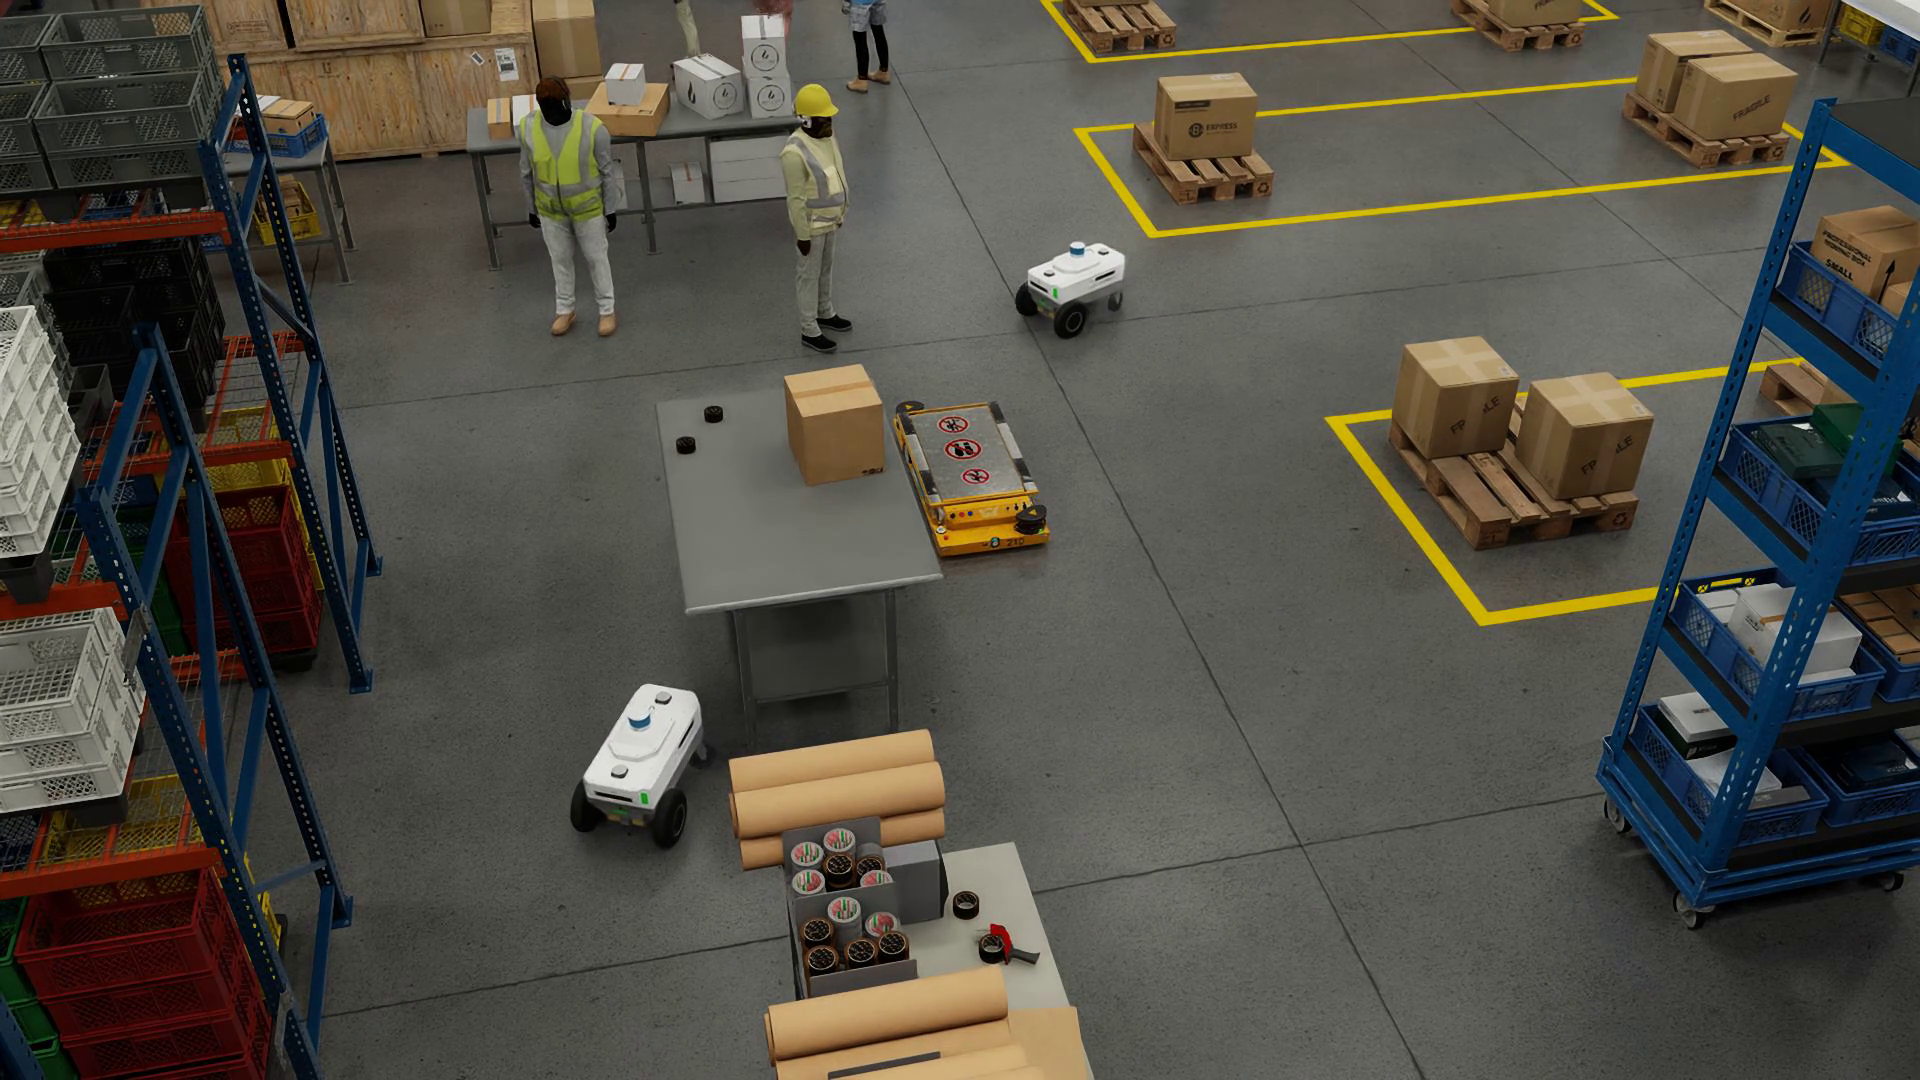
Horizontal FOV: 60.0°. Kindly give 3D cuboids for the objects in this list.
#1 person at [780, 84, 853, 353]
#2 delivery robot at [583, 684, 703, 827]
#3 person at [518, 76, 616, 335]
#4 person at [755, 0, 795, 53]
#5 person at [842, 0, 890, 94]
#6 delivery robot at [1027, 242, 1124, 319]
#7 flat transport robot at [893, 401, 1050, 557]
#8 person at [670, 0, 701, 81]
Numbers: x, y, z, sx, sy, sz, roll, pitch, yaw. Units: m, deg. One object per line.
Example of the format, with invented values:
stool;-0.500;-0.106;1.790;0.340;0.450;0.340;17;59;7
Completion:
person;-0.941;-2.163;11.137;0.403;1.835;0.588;12;38;16
delivery robot;-1.495;0.995;7.882;0.477;0.478;0.707;9;38;12
person;-2.630;-2.240;11.235;0.631;1.842;0.428;2;37;3
person;-1.732;-5.104;15.056;0.679;1.878;0.724;9;38;12
person;-0.841;-4.874;14.902;0.320;1.688;0.542;28;45;32
delivery robot;0.820;-1.862;11.721;0.707;0.478;0.477;-26;44;-30
flat transport robot;0.046;-0.430;10.108;0.652;0.197;1.431;-8;37;-10
person;-2.561;-5.108;15.068;0.309;1.868;0.535;-6;37;-8
